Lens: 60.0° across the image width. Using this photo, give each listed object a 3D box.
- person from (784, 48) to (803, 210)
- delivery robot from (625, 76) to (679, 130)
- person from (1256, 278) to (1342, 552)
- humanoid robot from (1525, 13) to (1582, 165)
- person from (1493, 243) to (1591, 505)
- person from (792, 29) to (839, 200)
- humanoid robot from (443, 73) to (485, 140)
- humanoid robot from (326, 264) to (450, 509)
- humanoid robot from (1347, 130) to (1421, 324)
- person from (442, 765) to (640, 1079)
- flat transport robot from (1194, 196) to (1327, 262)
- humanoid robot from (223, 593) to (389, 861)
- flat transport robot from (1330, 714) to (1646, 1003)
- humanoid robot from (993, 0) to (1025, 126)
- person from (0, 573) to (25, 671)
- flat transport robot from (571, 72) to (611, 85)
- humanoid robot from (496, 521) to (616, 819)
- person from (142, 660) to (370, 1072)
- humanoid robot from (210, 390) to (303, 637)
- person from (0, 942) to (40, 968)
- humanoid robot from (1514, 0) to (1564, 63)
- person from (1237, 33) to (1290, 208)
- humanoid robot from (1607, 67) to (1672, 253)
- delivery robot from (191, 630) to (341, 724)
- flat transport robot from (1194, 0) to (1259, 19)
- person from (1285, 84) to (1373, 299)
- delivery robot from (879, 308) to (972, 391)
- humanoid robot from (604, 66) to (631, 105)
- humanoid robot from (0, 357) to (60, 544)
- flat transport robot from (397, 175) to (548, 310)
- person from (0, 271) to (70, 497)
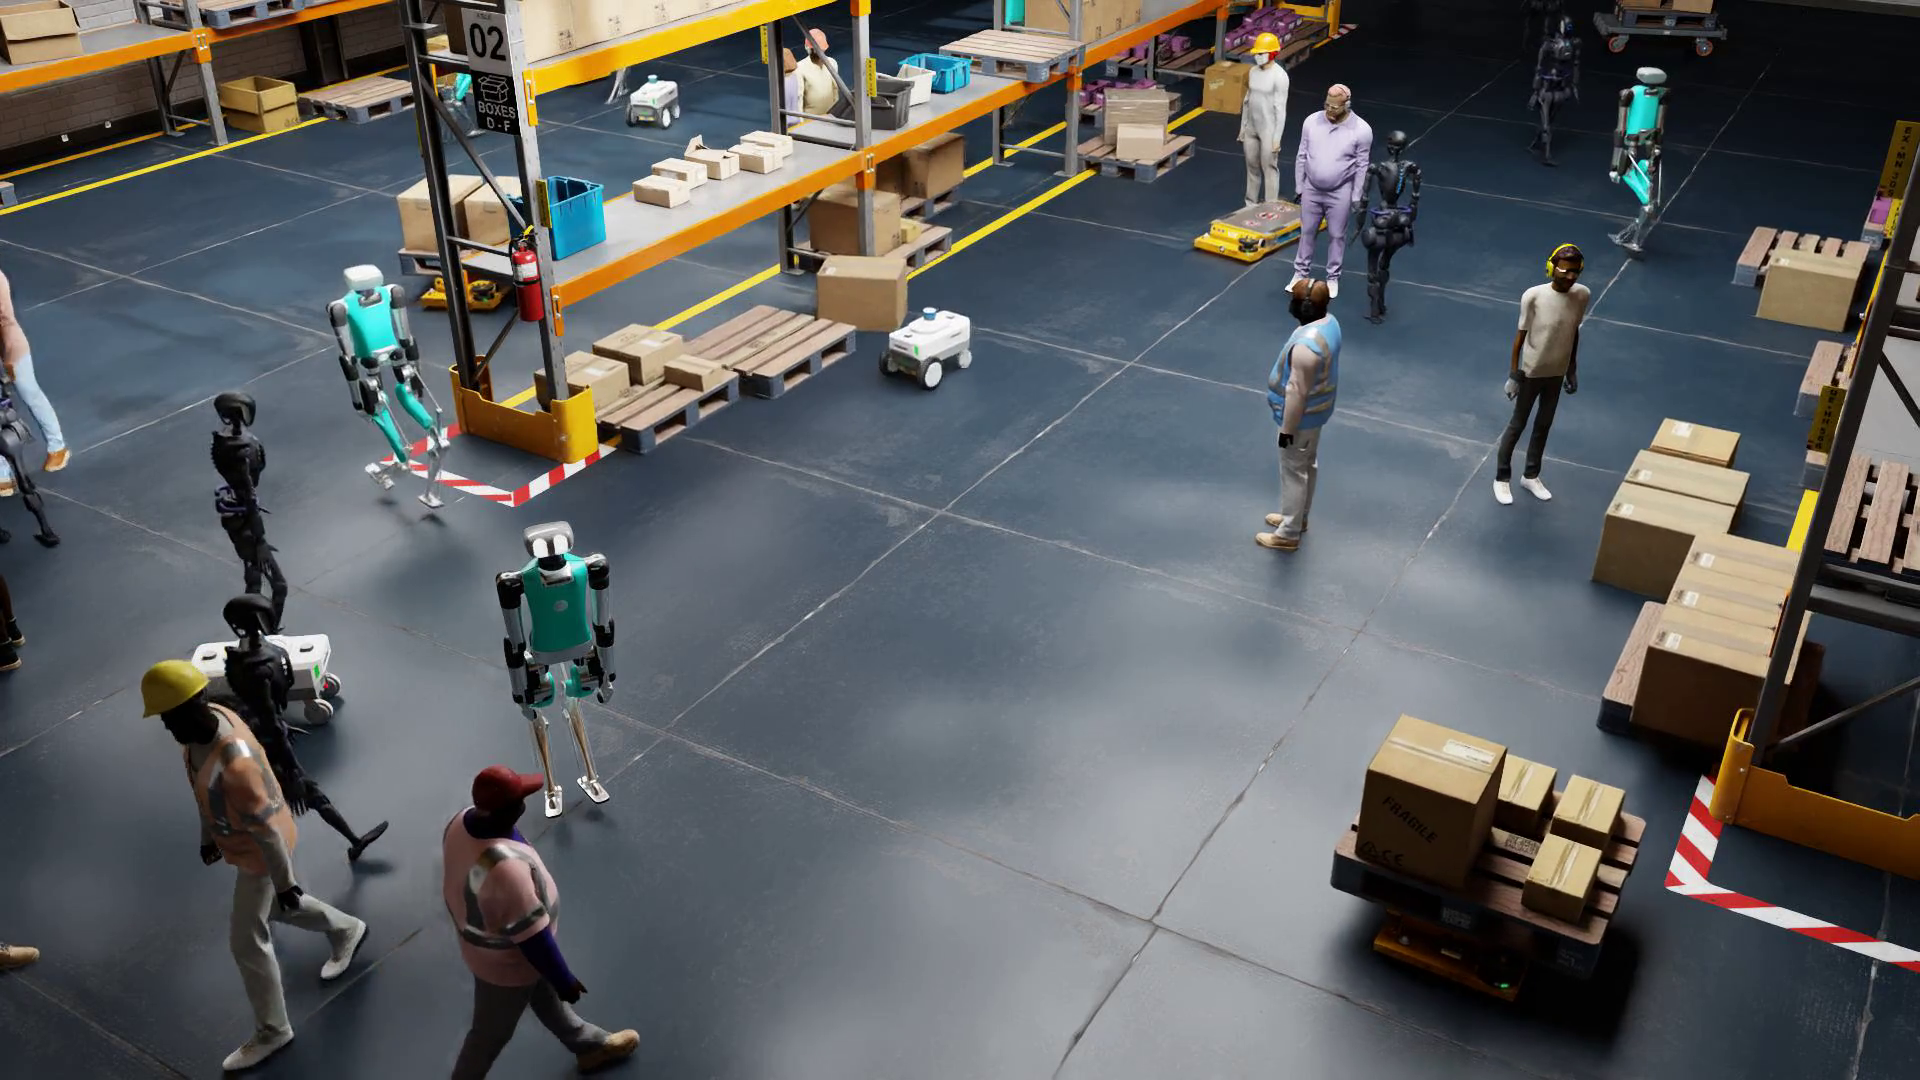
[{"bbox_3d":[-1.762,-4.185,16.956,0.282,1.632,0.502,3,30,5],"label":"person"},{"bbox_3d":[-3.670,-5.253,19.947,0.499,0.598,0.789,8,30,13],"label":"delivery robot"},{"bbox_3d":[2.205,-0.819,10.806,0.430,1.838,0.627,13,32,21],"label":"person"},{"bbox_3d":[6.586,-4.998,18.408,0.607,1.628,0.780,-9,31,-15],"label":"humanoid robot"},{"bbox_3d":[3.973,-1.127,11.312,0.530,1.868,0.309,-6,30,-11],"label":"person"},{"bbox_3d":[-1.459,-4.405,17.225,0.572,1.748,0.341,-23,37,-35],"label":"person"},{"bbox_3d":[-5.775,-5.390,19.099,0.545,1.899,0.760,21,36,33],"label":"humanoid robot"},{"bbox_3d":[-3.774,-0.964,11.153,0.544,1.730,1.024,-26,38,-37],"label":"humanoid robot"},{"bbox_3d":[3.645,-2.690,14.281,0.609,1.645,0.408,-8,31,-14],"label":"humanoid robot"},{"bbox_3d":[-1.794,1.618,6.614,0.898,1.712,0.635,-15,33,-24],"label":"person"},{"bbox_3d":[2.987,-3.067,16.367,0.659,0.231,1.431,24,37,36],"label":"flat transport robot"},{"bbox_3d":[-3.175,0.971,7.817,0.770,1.629,0.600,-14,33,-24],"label":"humanoid robot"},{"bbox_3d":[2.560,1.626,8.066,0.659,0.231,1.431,17,34,27],"label":"flat transport robot"},{"bbox_3d":[0.692,-5.698,19.535,0.588,1.749,0.915,-3,30,-5],"label":"humanoid robot"},{"bbox_3d":[-5.746,-0.132,9.452,0.369,1.964,0.607,-8,31,-15],"label":"person"},{"bbox_3d":[-5.367,-6.265,22.024,1.431,0.231,0.659,20,35,31],"label":"flat transport robot"},{"bbox_3d":[-2.021,0.575,8.296,0.533,1.677,0.735,-13,32,-22],"label":"humanoid robot"},{"bbox_3d":[-2.960,1.277,7.057,0.744,1.865,0.596,-20,35,-31],"label":"person"},{"bbox_3d":[-4.163,-0.114,9.716,0.380,1.646,0.614,-15,33,-25],"label":"humanoid robot"},{"bbox_3d":[-4.597,1.187,7.222,0.579,1.868,0.476,-4,30,-7],"label":"person"},{"bbox_3d":[7.908,-7.371,22.562,0.591,1.636,0.633,-1,29,-1],"label":"humanoid robot"},{"bbox_3d":[2.990,-4.069,16.496,0.375,1.891,0.560,-20,35,-31],"label":"person"},{"bbox_3d":[6.449,-3.483,15.637,0.546,1.779,0.900,-9,31,-15],"label":"humanoid robot"},{"bbox_3d":[-3.917,0.770,9.309,0.811,0.613,0.499,-4,30,-8],"label":"delivery robot"},{"bbox_3d":[4.002,-8.124,25.313,1.431,0.231,0.659,-11,31,-18],"label":"flat transport robot"},{"bbox_3d":[3.258,-3.086,14.746,0.639,1.901,0.405,15,33,24],"label":"person"},{"bbox_3d":[-0.243,-1.585,13.446,0.499,0.587,0.772,23,36,34],"label":"delivery robot"},{"bbox_3d":[-4.300,-6.369,20.737,0.545,1.773,0.855,14,32,24],"label":"humanoid robot"},{"bbox_3d":[-6.333,-0.714,10.786,0.581,1.636,0.599,12,32,21],"label":"humanoid robot"},{"bbox_3d":[-4.347,-2.472,15.315,0.659,0.231,1.431,5,30,8],"label":"flat transport robot"},{"bbox_3d":[-6.728,-1.258,11.478,0.601,1.924,0.912,5,30,9],"label":"person"}]
